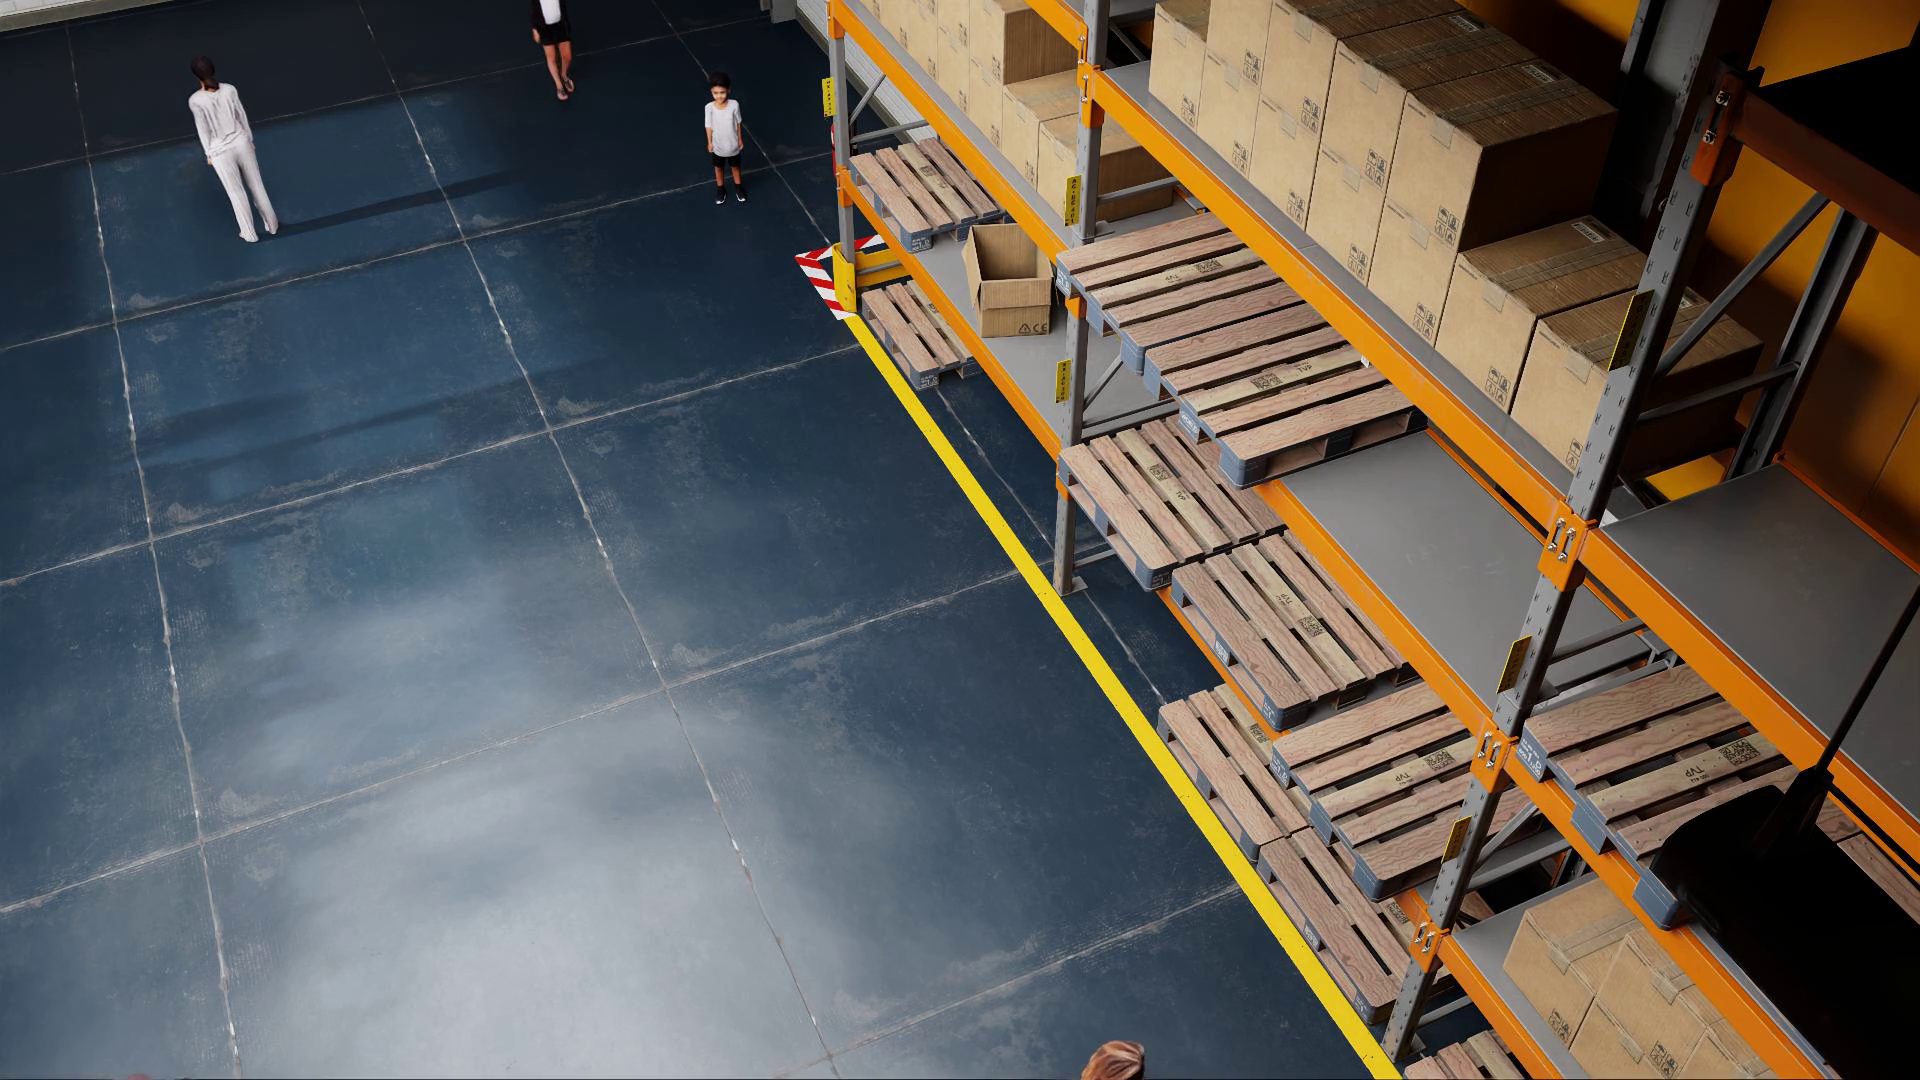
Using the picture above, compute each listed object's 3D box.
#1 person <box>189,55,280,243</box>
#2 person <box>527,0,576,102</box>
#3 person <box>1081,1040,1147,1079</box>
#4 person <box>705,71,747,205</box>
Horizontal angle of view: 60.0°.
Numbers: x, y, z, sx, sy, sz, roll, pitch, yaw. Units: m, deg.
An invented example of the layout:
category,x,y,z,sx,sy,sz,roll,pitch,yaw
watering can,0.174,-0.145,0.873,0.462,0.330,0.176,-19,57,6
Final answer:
category,x,y,z,sx,sy,sz,roll,pitch,yaw
person,-6.402,-3.436,14.615,0.641,1.774,0.622,-30,51,-28
person,-4.108,-5.191,16.619,0.545,1.551,0.575,-17,46,-17
person,0.634,2.843,8.072,0.910,1.708,0.837,22,48,21
person,-2.157,-3.704,15.268,0.537,1.261,0.551,-8,44,-8
